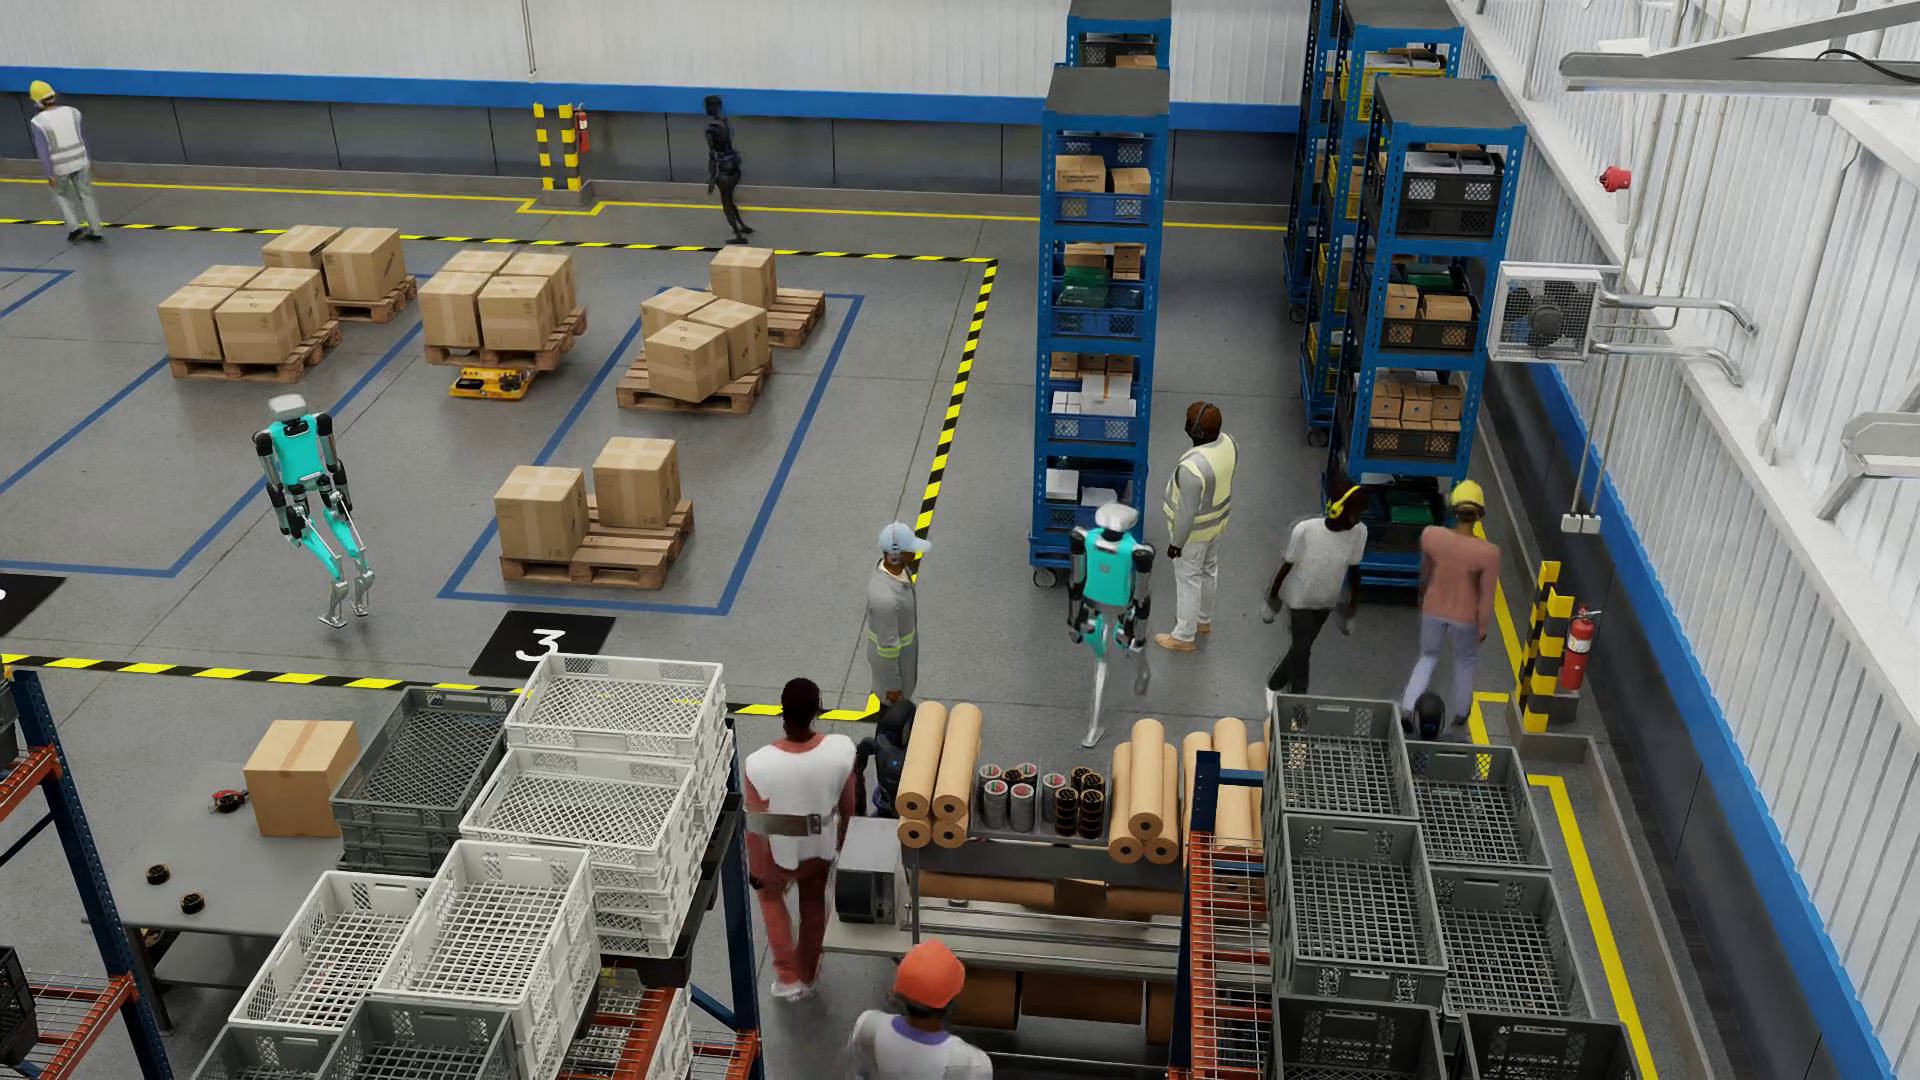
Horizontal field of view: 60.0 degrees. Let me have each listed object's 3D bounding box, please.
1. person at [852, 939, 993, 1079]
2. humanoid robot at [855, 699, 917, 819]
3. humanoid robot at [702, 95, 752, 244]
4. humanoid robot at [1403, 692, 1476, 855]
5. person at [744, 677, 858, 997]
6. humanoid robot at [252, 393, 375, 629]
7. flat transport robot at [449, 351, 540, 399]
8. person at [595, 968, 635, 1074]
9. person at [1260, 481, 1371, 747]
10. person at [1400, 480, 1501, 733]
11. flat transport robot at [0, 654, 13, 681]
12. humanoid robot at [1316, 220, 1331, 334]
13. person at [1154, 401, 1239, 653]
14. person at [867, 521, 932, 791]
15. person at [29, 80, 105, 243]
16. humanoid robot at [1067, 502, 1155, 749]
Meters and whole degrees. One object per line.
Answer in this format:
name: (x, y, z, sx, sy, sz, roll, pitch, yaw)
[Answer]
person: (-0.089, 2.388, 6.824, 0.636, 2.025, 0.670, 13, 33, 21)
humanoid robot: (-0.290, 1.483, 8.737, 0.584, 1.644, 0.391, 9, 32, 16)
humanoid robot: (-2.570, -4.059, 18.257, 0.419, 1.640, 0.590, 8, 31, 13)
humanoid robot: (2.411, 1.446, 8.801, 0.607, 1.641, 0.612, 2, 30, 4)
person: (-0.800, 1.537, 8.423, 0.609, 1.893, 0.444, -12, 32, -20)
humanoid robot: (-4.312, -0.139, 11.320, 0.533, 1.676, 0.735, -26, 39, -37)
flat transport robot: (-4.222, -1.718, 15.597, 0.652, 0.197, 1.431, 3, 30, 6)
person: (-1.446, 2.414, 7.059, 0.306, 1.744, 0.484, -3, 30, -6)
person: (2.217, 0.457, 10.354, 0.589, 1.804, 0.958, -7, 31, -12)
person: (3.056, 0.472, 10.407, 0.527, 1.724, 0.645, 16, 34, 25)
flat transport robot: (-7.142, 0.969, 11.010, 1.431, 0.231, 0.659, 3, 30, 6)
humanoid robot: (3.506, -2.515, 15.579, 0.315, 1.657, 0.599, 17, 34, 27)
person: (1.588, -0.095, 11.273, 0.429, 1.844, 0.626, 19, 35, 29)
person: (-0.354, 0.702, 9.893, 0.390, 1.850, 0.599, 2, 30, 3)
person: (-9.808, -4.121, 18.216, 0.478, 1.812, 0.609, 19, 35, 29)
humanoid robot: (1.038, 0.422, 10.509, 0.558, 1.777, 0.955, 13, 33, 21)
